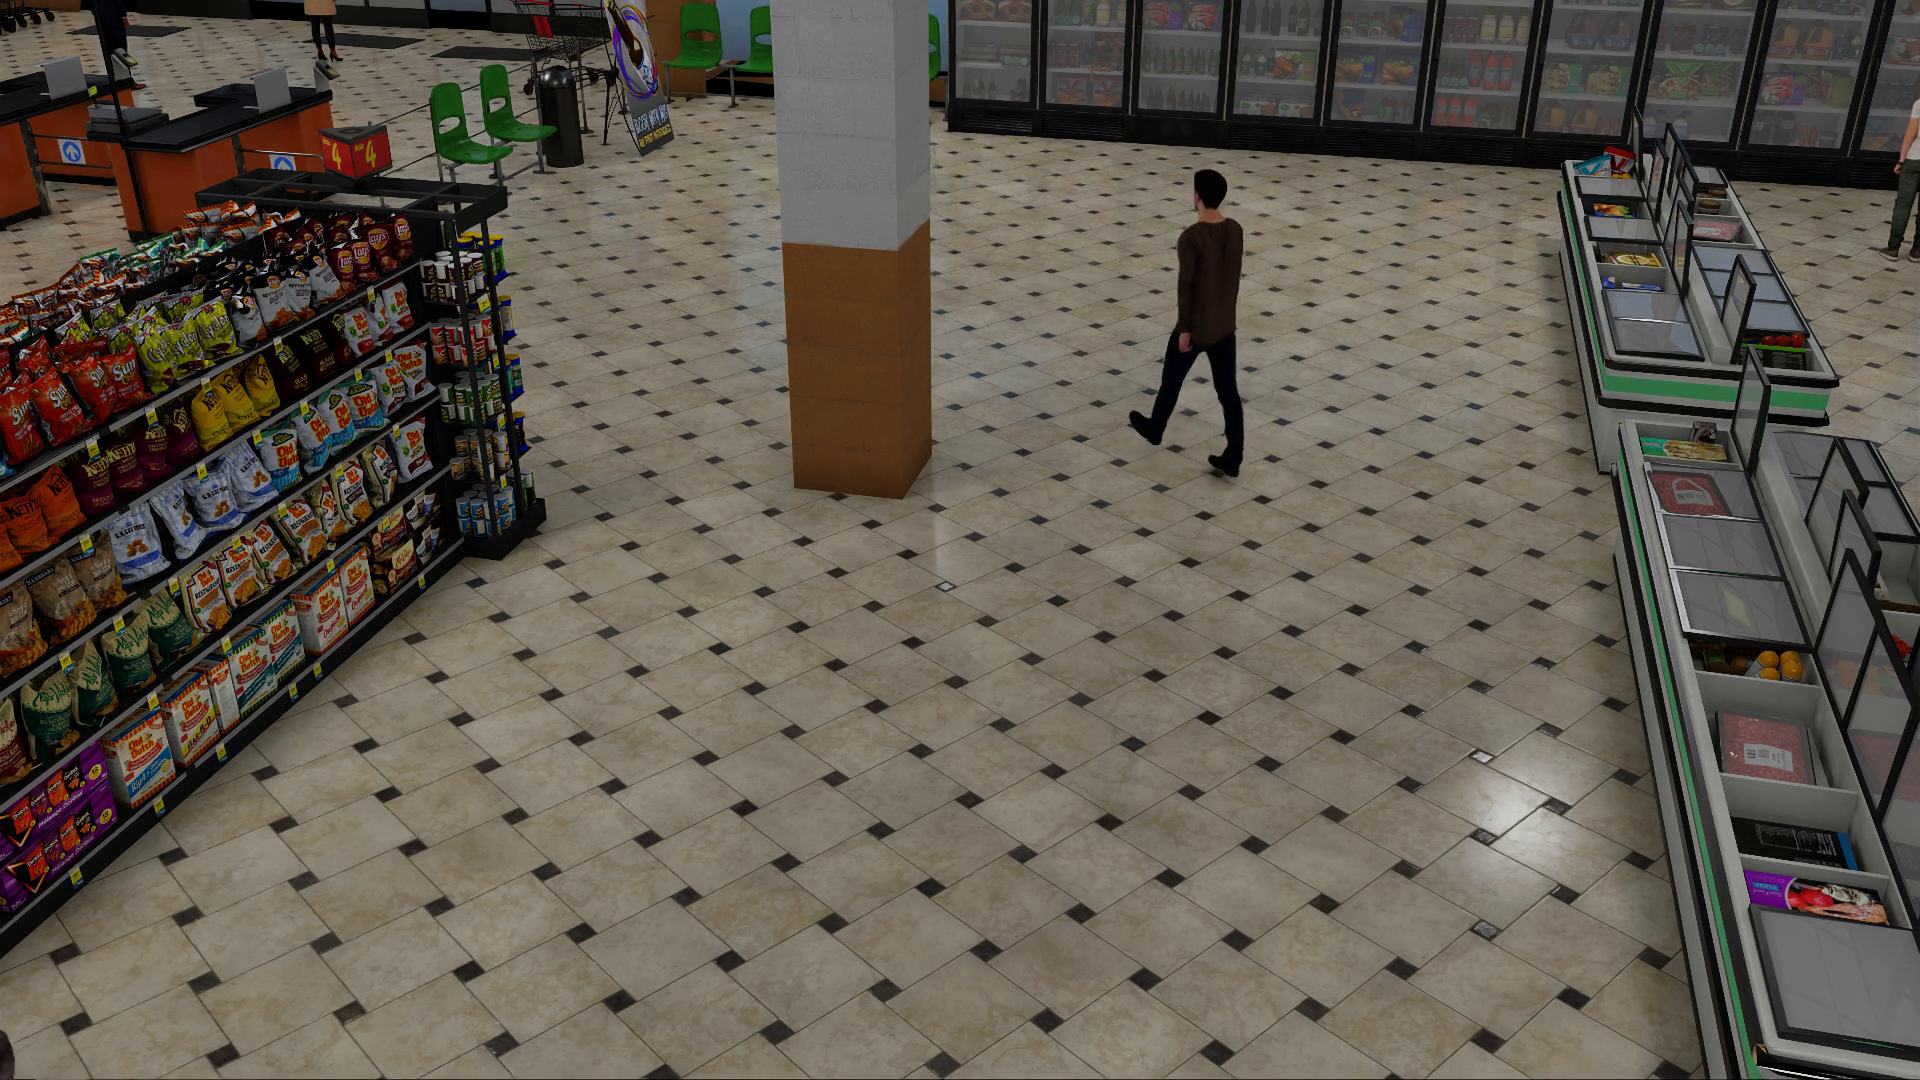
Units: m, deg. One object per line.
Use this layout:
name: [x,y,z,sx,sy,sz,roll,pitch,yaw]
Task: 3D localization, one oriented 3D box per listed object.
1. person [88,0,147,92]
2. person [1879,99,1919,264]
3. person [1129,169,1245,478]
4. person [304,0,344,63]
person: [-10.347,-6.353,20.215,0.622,1.727,0.516,7,28,14]
person: [8.147,-3.184,14.043,0.568,1.656,0.518,7,28,14]
person: [1.540,-1.247,10.031,1.161,1.832,1.193,-16,31,-29]
person: [-8.434,-7.149,21.834,0.635,1.682,0.513,7,28,14]
